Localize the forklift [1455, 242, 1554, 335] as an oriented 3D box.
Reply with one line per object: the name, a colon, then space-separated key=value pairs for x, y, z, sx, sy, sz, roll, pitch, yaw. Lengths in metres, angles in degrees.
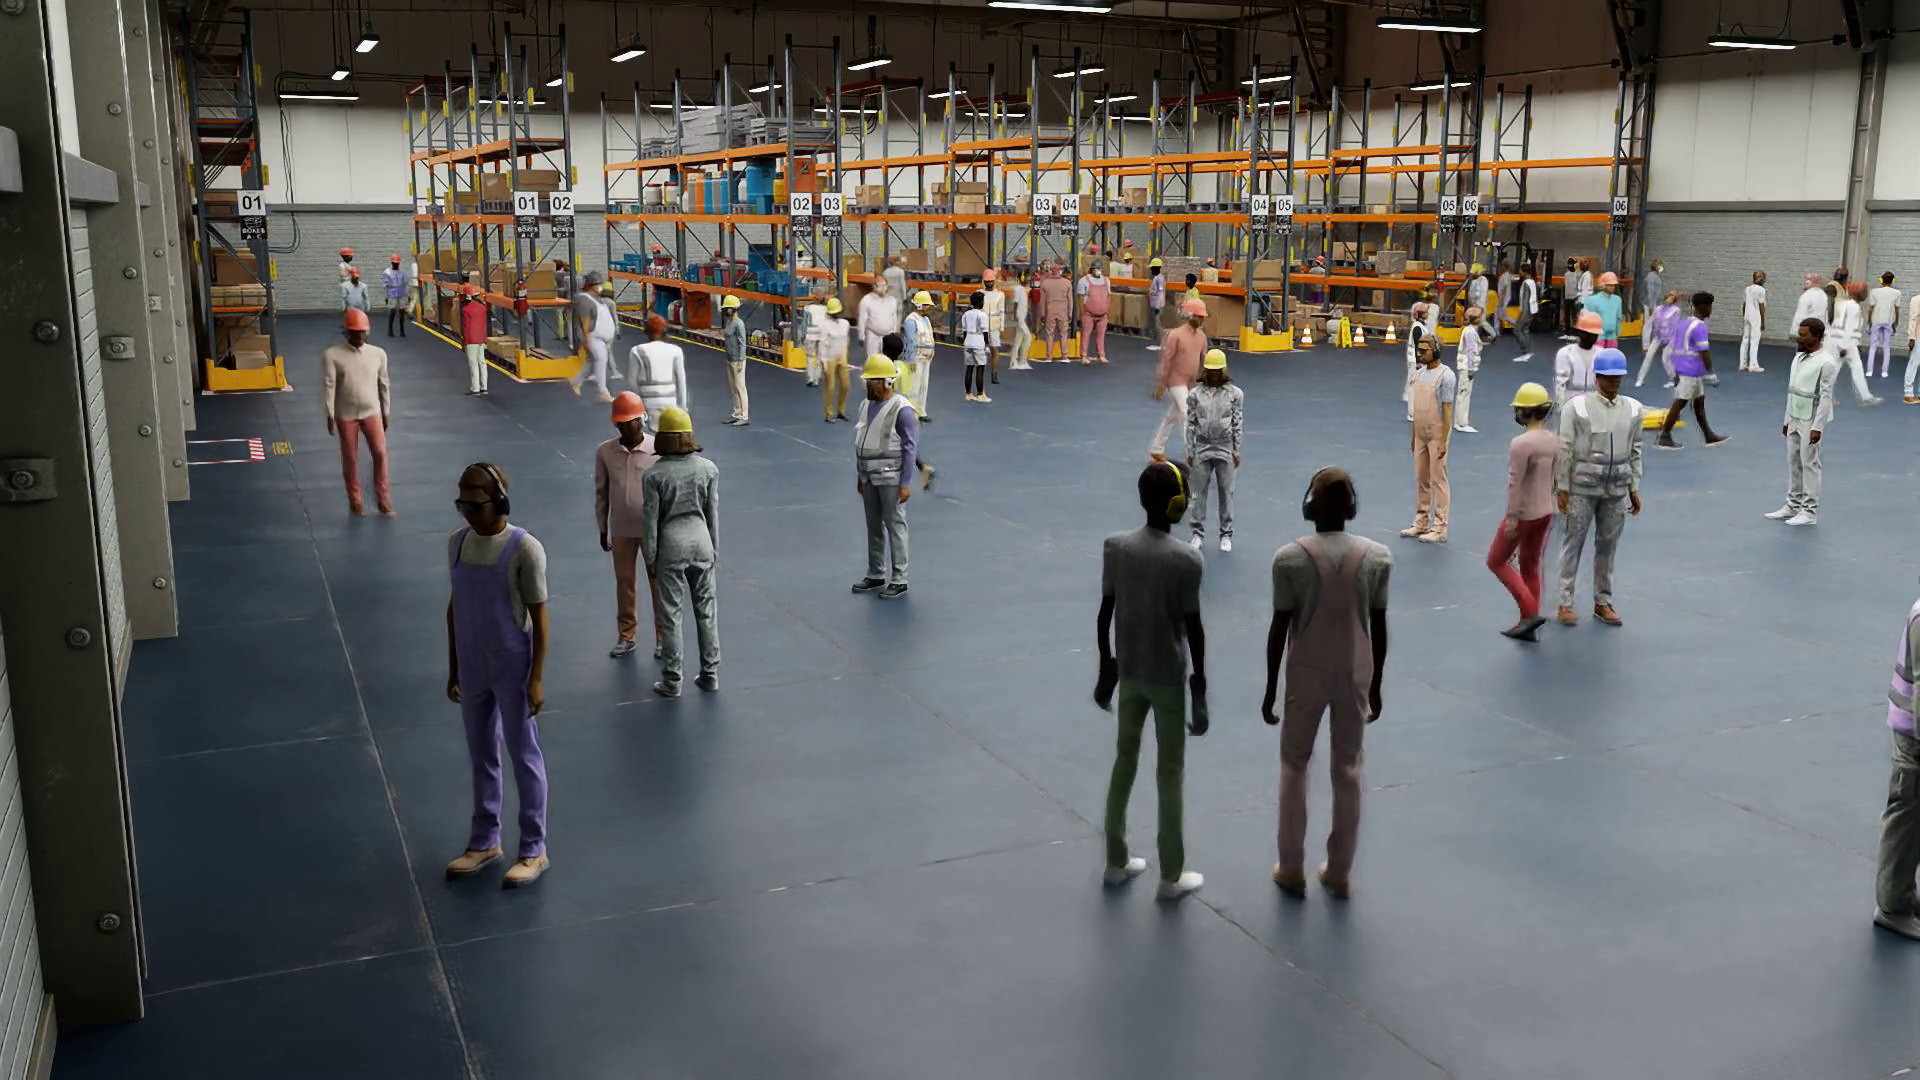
forklift: x=13.047 y=-6.049 z=39.881 sx=2.313 sy=2.155 sz=1.214 roll=-5 pitch=12 yaw=-23

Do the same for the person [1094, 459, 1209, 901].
person: x=0.817 y=0.584 z=7.017 sx=0.536 sy=1.867 sz=0.323 roll=9 pitch=14 yaw=39

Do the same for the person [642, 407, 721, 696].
person: x=-1.676 y=0.066 z=9.983 sx=0.482 sy=1.734 sz=0.335 roll=-6 pitch=13 yaw=-28

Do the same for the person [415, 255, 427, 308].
person: x=-15.339 y=-7.309 z=47.409 sx=0.344 sy=1.758 sz=0.520 roll=-4 pitch=12 yaw=-19

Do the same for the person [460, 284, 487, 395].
person: x=-7.725 y=-3.177 z=26.398 sx=0.321 sy=1.755 sz=0.567 roll=3 pitch=12 yaw=17

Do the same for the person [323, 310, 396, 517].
person: x=-5.661 y=-1.171 z=15.680 sx=0.642 sy=1.965 sz=0.796 roll=-6 pitch=13 yaw=-30

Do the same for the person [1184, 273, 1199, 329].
person: x=4.591 y=-4.435 z=32.970 sx=0.322 sy=1.689 sz=0.530 roll=-2 pitch=11 yaw=-8

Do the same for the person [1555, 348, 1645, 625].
person: x=4.465 y=-0.367 z=11.627 sx=0.604 sy=1.949 sz=0.389 roll=-1 pitch=11 yaw=-3

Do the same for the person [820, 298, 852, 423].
person: x=-1.724 y=-2.459 z=22.819 sx=0.541 sy=1.726 sz=0.522 roll=-9 pitch=14 yaw=-38

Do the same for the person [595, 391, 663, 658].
person: x=-2.102 y=-0.096 z=10.780 sx=0.567 sy=1.743 sz=0.352 roll=2 pitch=11 yaw=8

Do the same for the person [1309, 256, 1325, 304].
person: x=9.468 y=-6.616 z=43.918 sx=0.352 sy=1.746 sz=0.576 roll=-8 pitch=14 yaw=-36

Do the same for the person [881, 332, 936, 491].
person: x=-0.610 y=-1.258 z=16.825 sx=0.627 sy=1.681 sz=0.543 roll=3 pitch=12 yaw=15

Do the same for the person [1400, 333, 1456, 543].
person: x=4.138 y=-0.900 z=14.635 sx=0.339 sy=1.839 sz=0.503 roll=-4 pitch=12 yaw=-21

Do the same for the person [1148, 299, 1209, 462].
person: x=2.555 y=-1.751 z=18.726 sx=1.130 sy=1.914 sz=0.640 roll=11 pitch=15 yaw=43

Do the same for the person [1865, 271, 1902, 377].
person: x=16.266 y=-3.799 z=29.320 sx=0.497 sy=1.861 sz=0.332 roll=4 pitch=12 yaw=21

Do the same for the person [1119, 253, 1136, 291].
person: x=4.690 y=-7.140 z=46.517 sx=0.523 sy=1.769 sz=0.313 roll=5 pitch=12 yaw=26

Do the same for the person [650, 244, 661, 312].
person: x=-8.627 y=-7.407 z=47.286 sx=0.375 sy=1.997 sz=0.611 roll=0 pitch=11 yaw=-1

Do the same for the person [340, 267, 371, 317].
person: x=-12.749 y=-4.884 z=35.130 sx=0.589 sy=1.729 sz=0.531 roll=-8 pitch=14 yaw=-36

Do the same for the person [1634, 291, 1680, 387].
person: x=11.615 y=-3.315 z=27.541 sx=0.559 sy=1.594 sz=0.563 roll=-5 pitch=12 yaw=-22

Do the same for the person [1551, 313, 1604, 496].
person: x=6.207 y=-1.313 z=16.595 sx=0.555 sy=1.881 sz=0.999 roll=0 pitch=11 yaw=-1

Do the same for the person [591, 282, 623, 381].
person: x=-6.165 y=-3.608 z=28.717 sx=0.504 sy=1.700 sz=0.842 roll=7 pitch=13 yaw=33

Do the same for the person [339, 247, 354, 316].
person: x=-14.771 y=-6.035 z=40.195 sx=0.375 sy=2.044 sz=0.605 roll=-2 pitch=11 yaw=-9

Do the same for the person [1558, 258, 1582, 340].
person: x=13.932 y=-5.493 z=37.923 sx=0.328 sy=1.861 sz=0.501 roll=-6 pitch=13 yaw=-27

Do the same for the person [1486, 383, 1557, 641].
person: x=3.777 y=-0.178 z=11.158 sx=0.550 sy=1.751 sz=0.363 roll=-10 pitch=15 yaw=-40

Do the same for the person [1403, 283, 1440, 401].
person: x=7.064 y=-2.981 z=25.224 sx=0.527 sy=1.848 sz=0.759 roll=-4 pitch=12 yaw=-20

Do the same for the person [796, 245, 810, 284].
person: x=-4.901 y=-8.146 z=51.330 sx=0.579 sy=1.892 sz=0.961 roll=4 pitch=12 yaw=18

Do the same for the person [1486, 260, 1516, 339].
person: x=12.487 y=-5.470 z=37.972 sx=0.747 sy=1.803 sz=0.551 roll=3 pitch=12 yaw=15

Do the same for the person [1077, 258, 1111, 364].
person: x=2.601 y=-4.394 z=31.859 sx=0.684 sy=2.000 sz=0.536 roll=-5 pitch=12 yaw=-22

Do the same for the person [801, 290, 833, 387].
person: x=-2.364 y=-3.330 z=27.527 sx=0.542 sy=1.608 sz=0.400 roll=-2 pitch=11 yaw=-10

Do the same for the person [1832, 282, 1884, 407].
person: x=13.372 y=-2.913 z=24.834 sx=0.925 sy=1.840 sz=0.590 roll=3 pitch=11 yaw=14

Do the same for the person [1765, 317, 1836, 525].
person: x=7.855 y=-1.100 z=15.433 sx=0.392 sy=1.919 sz=0.591 roll=-1 pitch=11 yaw=-3

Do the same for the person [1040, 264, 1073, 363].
person: x=1.858 y=-4.338 z=31.941 sx=0.639 sy=1.902 sz=0.407 roll=1 pitch=11 yaw=7

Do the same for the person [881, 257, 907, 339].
person: x=-1.477 y=-5.539 z=38.114 sx=0.745 sy=1.875 sz=0.414 roll=9 pitch=14 yaw=37
